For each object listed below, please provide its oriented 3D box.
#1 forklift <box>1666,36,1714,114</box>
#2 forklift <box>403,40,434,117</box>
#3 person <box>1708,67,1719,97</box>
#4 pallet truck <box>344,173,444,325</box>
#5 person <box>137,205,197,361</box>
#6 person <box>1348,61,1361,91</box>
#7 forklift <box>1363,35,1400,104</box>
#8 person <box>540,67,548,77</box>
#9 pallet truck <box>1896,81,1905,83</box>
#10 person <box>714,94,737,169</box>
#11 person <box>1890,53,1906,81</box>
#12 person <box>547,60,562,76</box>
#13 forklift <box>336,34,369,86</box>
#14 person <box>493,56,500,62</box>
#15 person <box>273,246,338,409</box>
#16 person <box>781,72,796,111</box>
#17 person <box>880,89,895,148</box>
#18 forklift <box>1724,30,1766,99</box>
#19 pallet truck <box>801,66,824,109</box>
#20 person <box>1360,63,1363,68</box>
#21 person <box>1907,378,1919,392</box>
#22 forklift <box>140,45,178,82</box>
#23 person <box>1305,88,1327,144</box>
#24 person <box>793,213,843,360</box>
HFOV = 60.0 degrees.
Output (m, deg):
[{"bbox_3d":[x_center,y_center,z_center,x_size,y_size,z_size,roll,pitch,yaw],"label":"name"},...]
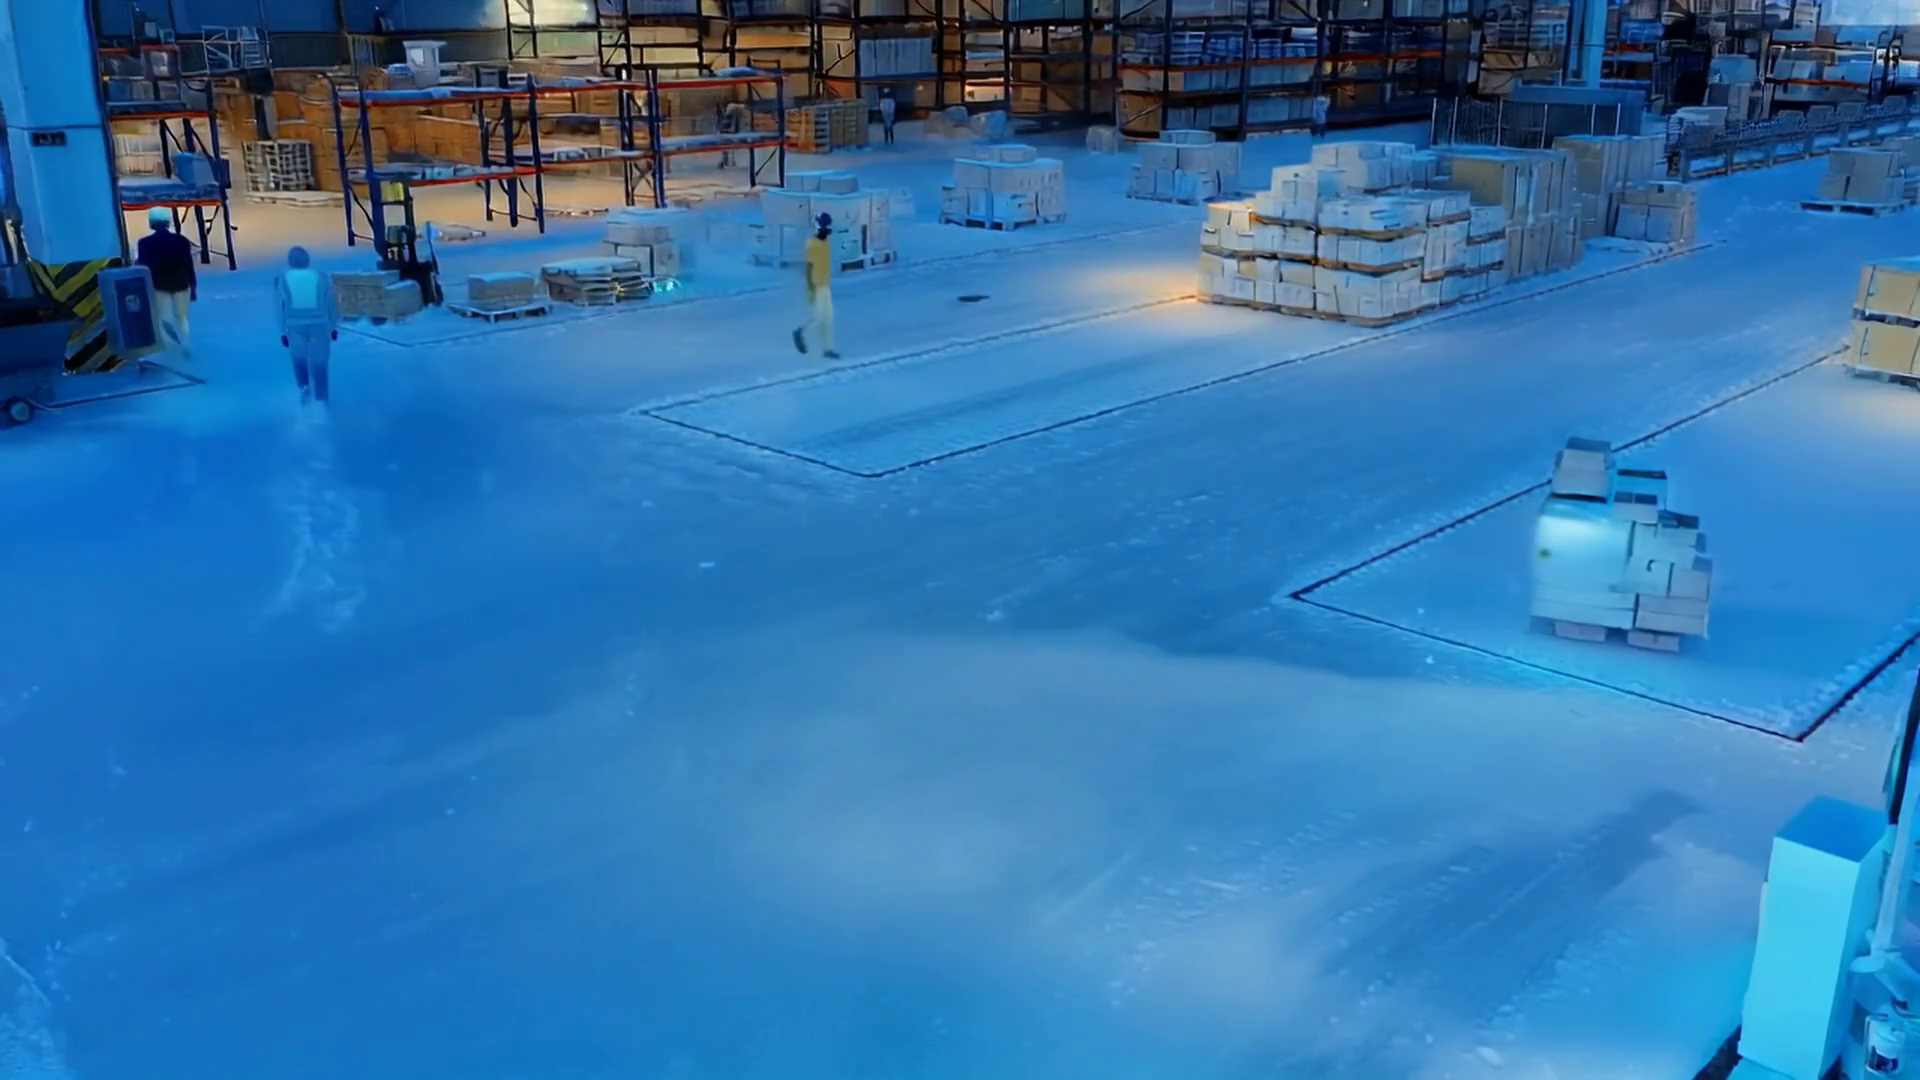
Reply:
[{"bbox_3d":[27.341,-17.291,61.877,1.129,2.768,1.873,17,25,41],"label":"forklift"},{"bbox_3d":[-18.585,-15.791,57.357,1.873,2.768,1.129,17,24,41],"label":"forklift"},{"bbox_3d":[28.869,-17.226,63.579,0.715,1.671,0.540,16,24,39],"label":"person"},{"bbox_3d":[-8.209,-4.181,23.757,0.823,1.965,1.885,3,19,9],"label":"pallet truck"},{"bbox_3d":[-9.868,-3.182,20.789,0.640,1.972,0.605,-11,21,-30],"label":"person"},{"bbox_3d":[15.609,-18.107,65.915,0.636,1.876,0.851,-4,19,-13],"label":"person"},{"bbox_3d":[15.674,-17.642,62.934,1.873,2.768,1.129,-11,21,-30],"label":"forklift"},{"bbox_3d":[-15.882,-17.347,64.005,0.539,1.612,0.650,-12,22,-32],"label":"person"},{"bbox_3d":[34.802,-16.331,61.455,0.653,1.274,1.630,17,25,41],"label":"pallet truck"},{"bbox_3d":[-6.096,-10.619,43.281,0.591,1.916,0.383,1,18,4],"label":"person"},{"bbox_3d":[42.374,-21.119,75.202,0.570,1.731,0.397,-3,19,-10],"label":"person"},{"bbox_3d":[-15.640,-17.538,64.144,0.645,1.922,0.614,-17,25,-41],"label":"person"},{"bbox_3d":[-23.470,-18.295,64.902,1.129,2.768,1.873,17,25,41],"label":"forklift"},{"bbox_3d":[-18.303,-18.154,65.888,0.632,1.979,0.580,1,18,2],"label":"person"},{"bbox_3d":[-7.246,-2.347,18.500,0.638,1.832,0.459,-7,19,-19],"label":"person"},{"bbox_3d":[-5.723,-14.570,55.220,0.463,1.889,0.679,15,24,38],"label":"person"},{"bbox_3d":[-2.142,-12.434,49.093,0.321,1.695,0.537,17,25,42],"label":"person"},{"bbox_3d":[33.751,-20.364,71.137,1.129,2.768,1.873,17,25,41],"label":"forklift"},{"bbox_3d":[-4.812,-15.182,56.903,0.823,1.965,1.885,-9,21,-26],"label":"pallet truck"},{"bbox_3d":[16.041,-18.237,66.490,0.451,1.741,0.600,4,19,12],"label":"person"},{"bbox_3d":[11.478,-2.542,18.830,1.049,1.984,0.640,11,21,31],"label":"person"},{"bbox_3d":[-25.308,-14.292,52.842,1.129,2.768,1.873,-3,19,-9],"label":"forklift"},{"bbox_3d":[10.902,-12.901,50.567,0.874,1.650,0.539,-17,25,-42],"label":"person"},{"bbox_3d":[-1.797,-3.206,21.037,0.578,1.853,0.530,10,21,27],"label":"person"}]
